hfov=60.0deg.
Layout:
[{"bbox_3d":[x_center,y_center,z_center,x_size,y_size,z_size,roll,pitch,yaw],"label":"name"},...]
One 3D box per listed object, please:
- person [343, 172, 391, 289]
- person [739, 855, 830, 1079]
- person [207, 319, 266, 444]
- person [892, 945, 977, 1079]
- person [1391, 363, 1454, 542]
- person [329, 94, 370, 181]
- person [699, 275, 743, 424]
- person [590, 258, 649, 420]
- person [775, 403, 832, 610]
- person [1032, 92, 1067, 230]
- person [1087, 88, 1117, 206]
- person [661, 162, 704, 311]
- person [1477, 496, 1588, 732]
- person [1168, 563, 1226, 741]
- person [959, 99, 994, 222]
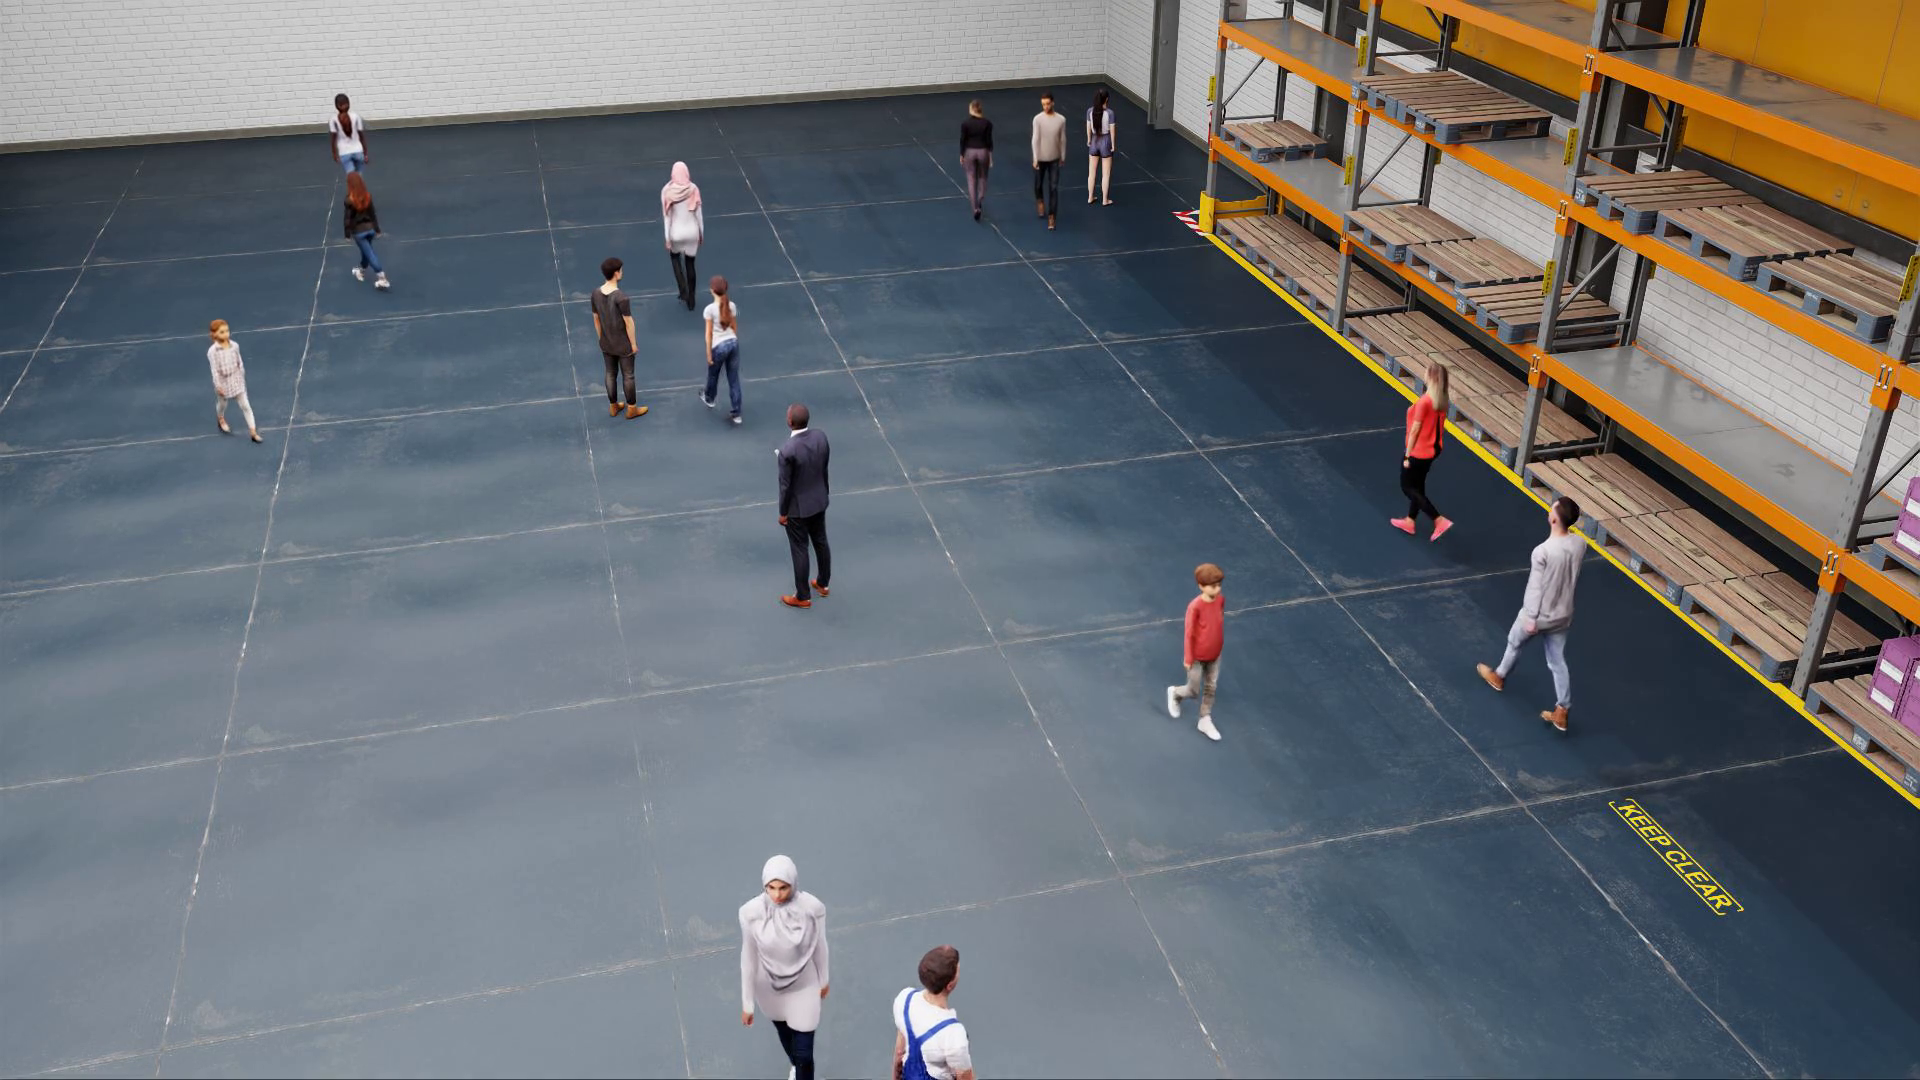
[{"bbox_3d":[-7.379,-3.819,20.677,1.046,1.443,0.964,17,33,29],"label":"person"},{"bbox_3d":[-0.926,2.365,9.017,0.780,1.752,0.966,3,29,5],"label":"person"},{"bbox_3d":[-7.434,-1.614,16.805,1.023,1.280,0.864,23,36,35],"label":"person"},{"bbox_3d":[-0.211,2.797,8.164,1.049,1.811,1.189,-23,36,-35],"label":"person"},{"bbox_3d":[4.190,-0.744,14.793,0.849,1.679,1.003,-24,36,-36],"label":"person"},{"bbox_3d":[-8.468,-5.317,23.181,0.801,1.676,1.172,-15,32,-26],"label":"person"},{"bbox_3d":[-2.402,-1.942,17.148,0.761,1.527,1.059,-17,33,-28],"label":"person"},{"bbox_3d":[-3.555,-2.084,17.217,0.707,1.711,0.748,13,31,22],"label":"person"},{"bbox_3d":[-1.284,-0.292,13.813,0.795,1.824,0.789,25,37,38],"label":"person"},{"bbox_3d":[1.178,-5.262,22.938,0.828,1.811,1.314,-2,29,-4],"label":"person"},{"bbox_3d":[2.015,-5.621,23.765,0.667,1.650,0.723,15,32,25],"label":"person"},{"bbox_3d":[-3.296,-3.613,19.937,0.643,1.790,0.641,-9,30,-16],"label":"person"},{"bbox_3d":[4.392,0.573,12.263,0.815,1.790,1.200,-12,31,-20],"label":"person"},{"bbox_3d":[1.754,0.790,12.262,0.652,1.410,0.809,-17,33,-28],"label":"person"},{"bbox_3d":[0.240,-5.232,23.053,0.693,1.648,0.883,-3,29,-6],"label":"person"}]
